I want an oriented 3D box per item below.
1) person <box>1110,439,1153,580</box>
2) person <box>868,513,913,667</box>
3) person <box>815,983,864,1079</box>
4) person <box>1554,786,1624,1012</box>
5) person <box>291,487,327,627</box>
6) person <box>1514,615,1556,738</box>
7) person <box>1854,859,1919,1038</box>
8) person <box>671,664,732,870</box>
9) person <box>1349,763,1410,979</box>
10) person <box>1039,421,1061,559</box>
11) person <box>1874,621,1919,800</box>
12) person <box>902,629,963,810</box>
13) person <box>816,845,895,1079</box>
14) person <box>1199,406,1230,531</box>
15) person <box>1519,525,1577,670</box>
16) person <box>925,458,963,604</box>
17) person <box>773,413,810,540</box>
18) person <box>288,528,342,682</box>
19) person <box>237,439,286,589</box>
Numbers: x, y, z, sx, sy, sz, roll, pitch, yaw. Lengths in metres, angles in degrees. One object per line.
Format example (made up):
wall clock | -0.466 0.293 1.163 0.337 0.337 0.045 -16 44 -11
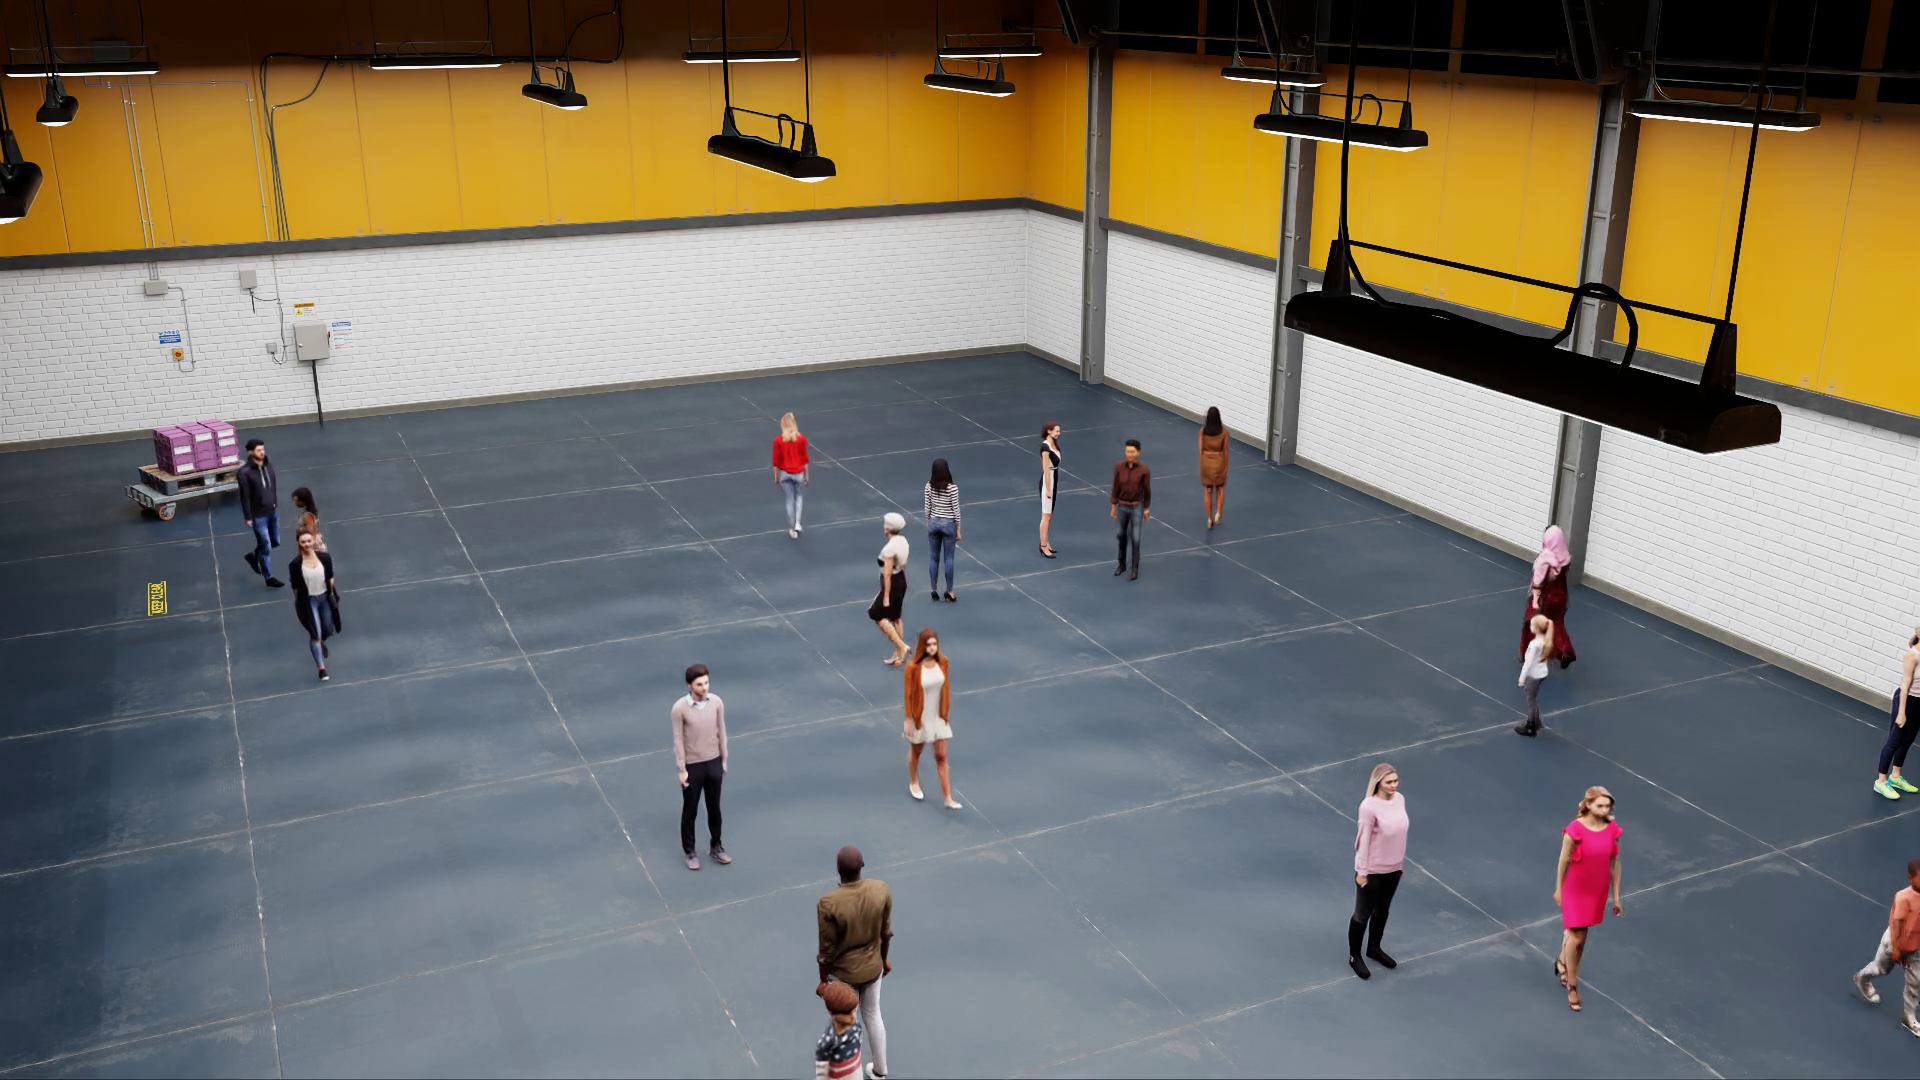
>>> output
person | 2.131 -0.405 20.728 0.735 1.781 0.797 6 20 18
person | -0.643 0.575 17.880 0.886 1.742 0.826 8 20 23
person | -0.777 3.334 10.185 0.967 1.424 0.741 16 25 40
person | 4.522 2.520 12.154 0.677 1.710 0.794 -3 19 -10
person | -7.503 0.143 19.360 0.982 1.616 0.496 -5 19 -15
person | 5.707 1.344 16.331 0.608 1.273 0.587 17 25 41
person | 6.699 2.832 11.891 0.657 1.286 0.957 -3 19 -8
person | -2.168 1.870 13.931 0.629 1.808 0.555 -10 21 -27
person | 3.126 2.435 12.442 0.621 1.688 0.562 -11 21 -29
person | 1.143 -0.667 21.480 0.708 1.797 0.607 3 19 10
person | 8.665 1.511 15.162 0.620 1.702 0.541 -10 21 -28
person | -0.339 1.566 15.019 0.638 1.690 0.969 -8 20 -23
person | -0.693 2.849 10.996 0.746 1.825 0.584 -11 21 -29
person | 3.412 -0.950 22.516 0.694 1.673 0.749 3 19 9
person | 6.386 0.639 17.871 0.692 1.626 0.876 -8 20 -21
person | -0.213 -0.118 19.852 0.626 1.796 0.691 7 20 20
person | -2.230 -0.830 22.124 0.689 1.695 0.656 -4 19 -11
person | -6.901 0.647 17.774 0.706 1.672 0.885 -12 22 -31
person | -8.625 -0.337 20.381 1.079 1.873 0.995 9 20 24
